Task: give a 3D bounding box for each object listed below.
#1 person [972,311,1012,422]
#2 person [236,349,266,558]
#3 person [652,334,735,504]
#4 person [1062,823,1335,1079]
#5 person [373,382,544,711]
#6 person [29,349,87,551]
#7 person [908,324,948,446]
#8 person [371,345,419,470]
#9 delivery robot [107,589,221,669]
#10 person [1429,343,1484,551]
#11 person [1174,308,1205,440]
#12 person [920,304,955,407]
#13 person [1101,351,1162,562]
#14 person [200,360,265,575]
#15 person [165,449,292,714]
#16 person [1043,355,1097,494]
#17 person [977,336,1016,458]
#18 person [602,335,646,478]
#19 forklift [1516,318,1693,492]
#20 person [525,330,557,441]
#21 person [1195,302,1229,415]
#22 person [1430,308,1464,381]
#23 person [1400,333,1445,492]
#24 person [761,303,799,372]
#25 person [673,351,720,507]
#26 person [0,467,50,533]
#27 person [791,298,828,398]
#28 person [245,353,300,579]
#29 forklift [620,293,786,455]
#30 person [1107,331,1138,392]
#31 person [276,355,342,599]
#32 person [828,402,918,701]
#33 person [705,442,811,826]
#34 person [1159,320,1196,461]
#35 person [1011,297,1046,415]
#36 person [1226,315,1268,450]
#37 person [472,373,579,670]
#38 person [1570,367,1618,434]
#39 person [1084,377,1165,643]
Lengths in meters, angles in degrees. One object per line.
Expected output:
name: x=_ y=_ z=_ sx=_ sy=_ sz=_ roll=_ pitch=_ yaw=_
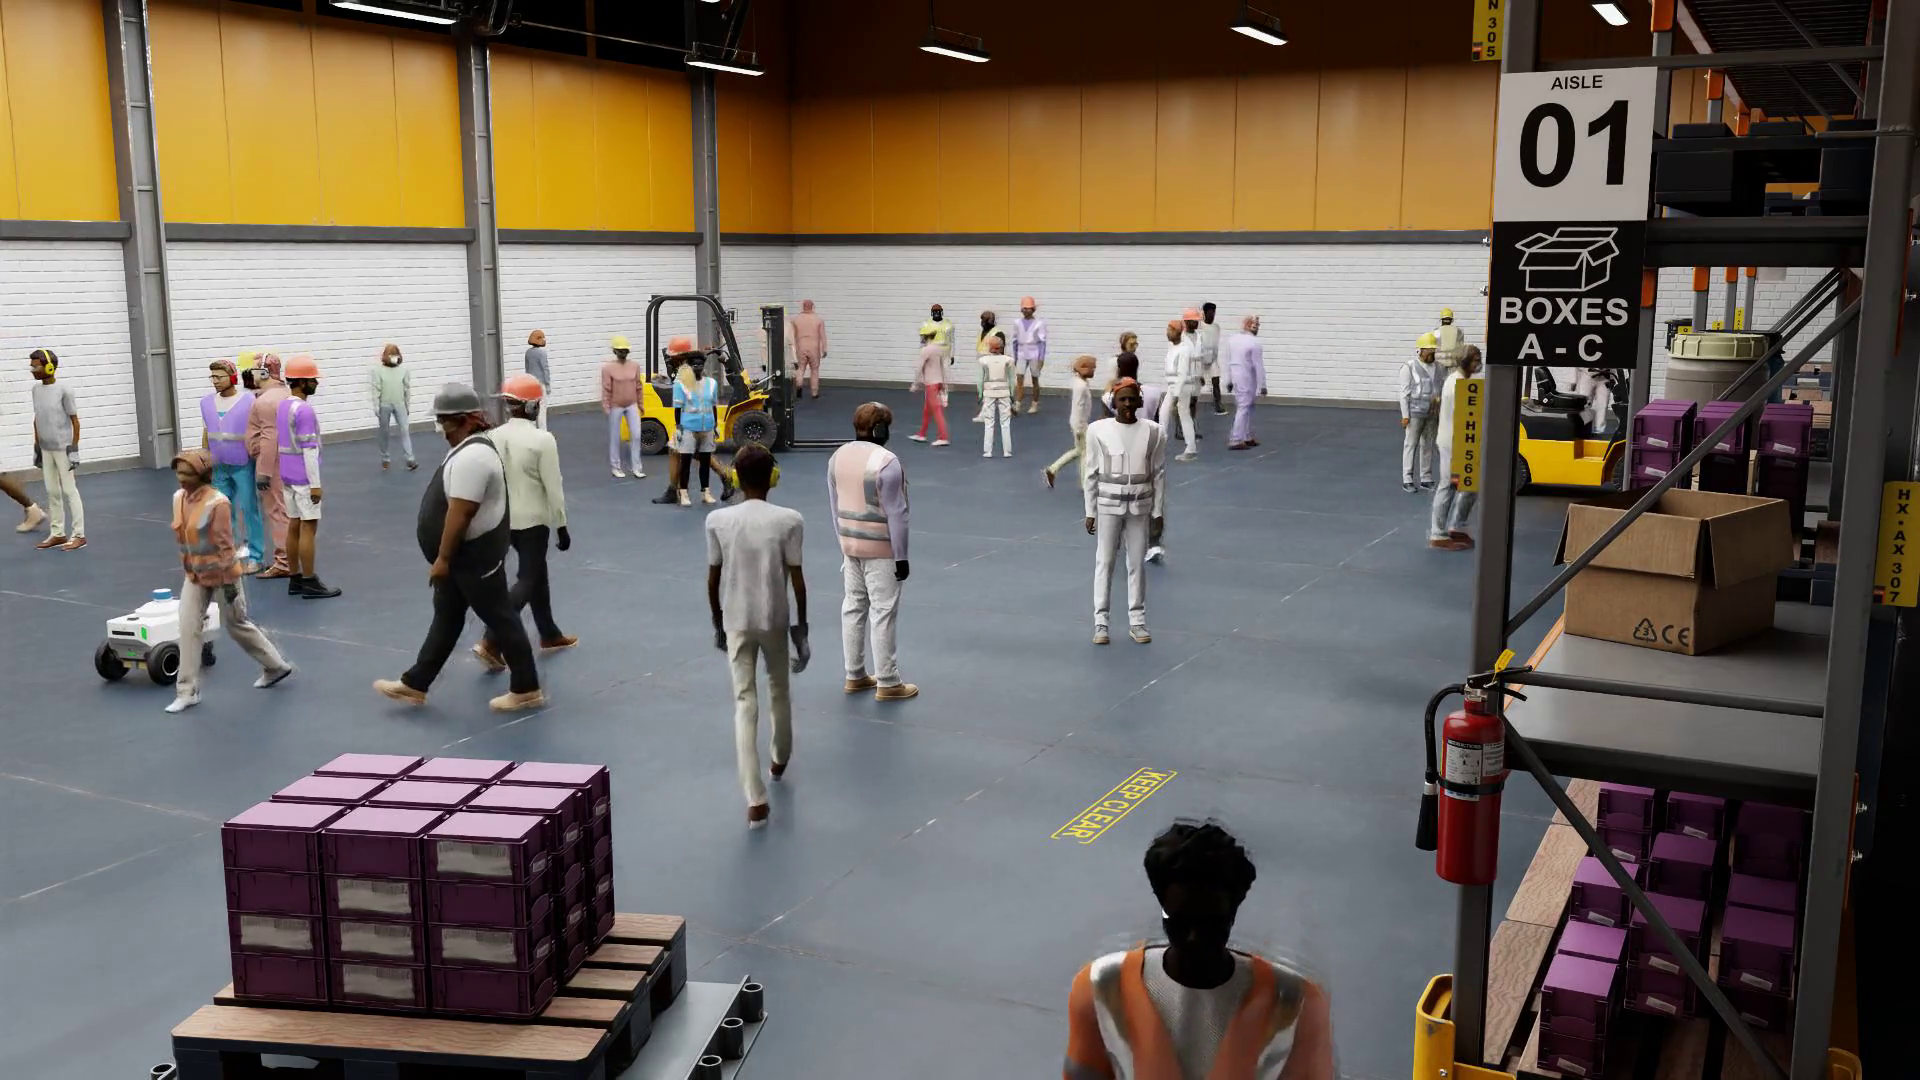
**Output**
person: x=0.532 y=-2.843 z=27.198 sx=0.799 sy=1.820 sz=0.634 roll=-6 pitch=12 yaw=-33
person: x=-6.391 y=-0.819 z=15.306 sx=0.608 sy=1.885 sz=0.963 roll=5 pitch=11 yaw=25
person: x=-2.901 y=-1.318 z=18.177 sx=0.914 sy=1.881 sz=0.552 roll=0 pitch=10 yaw=-2
person: x=0.471 y=1.362 z=3.304 sx=0.551 sy=1.644 sz=0.861 roll=1 pitch=10 yaw=7
person: x=-2.993 y=0.032 z=9.891 sx=1.005 sy=2.000 sz=0.695 roll=-3 pitch=10 yaw=-18
person: x=-8.372 y=-0.830 z=15.389 sx=0.518 sy=1.865 sz=0.323 roll=4 pitch=10 yaw=20
person: x=-0.497 y=-2.214 z=23.782 sx=0.830 sy=1.731 sz=0.540 roll=5 pitch=11 yaw=25
person: x=-7.144 y=-1.655 z=20.965 sx=0.518 sy=1.591 sz=0.856 roll=-7 pitch=12 yaw=-34
delivery robot: x=-5.181 y=0.563 z=10.844 sx=0.477 sy=0.478 sz=0.707 roll=3 pitch=10 yaw=18
person: x=4.625 y=-0.838 z=15.277 sx=0.599 sy=1.919 sz=0.626 roll=4 pitch=10 yaw=20
person: x=3.393 y=-2.449 z=24.546 sx=0.552 sy=1.938 sz=0.356 roll=-5 pitch=11 yaw=-28
person: x=-0.404 y=-3.275 z=29.614 sx=0.633 sy=1.841 sz=0.429 roll=0 pitch=10 yaw=0
person: x=1.545 y=-0.754 z=14.948 sx=0.587 sy=1.875 sz=1.021 roll=-3 pitch=10 yaw=-15
person: x=-6.204 y=-0.623 z=14.244 sx=0.567 sy=1.844 sz=0.375 roll=2 pitch=10 yaw=11
person: x=-4.532 y=0.209 z=10.179 sx=0.552 sy=1.589 sz=0.800 roll=5 pitch=11 yaw=26
person: x=1.296 y=-1.300 z=18.853 sx=0.640 sy=1.610 sz=0.544 roll=1 pitch=10 yaw=4
person: x=0.488 y=-1.909 z=22.282 sx=0.513 sy=1.642 sz=0.311 roll=0 pitch=10 yaw=-2
person: x=-4.066 y=-1.607 z=20.193 sx=0.568 sy=1.742 sz=0.701 roll=-7 pitch=12 yaw=-34
forklift: x=7.066 y=-1.601 z=18.899 sx=2.313 sy=2.155 sz=1.214 roll=5 pitch=11 yaw=27
person: x=-6.138 y=-2.246 z=24.256 sx=0.498 sy=1.634 sz=0.281 roll=8 pitch=13 yaw=39
person: x=4.190 y=-3.099 z=28.394 sx=0.624 sy=1.917 sz=1.017 roll=-6 pitch=11 yaw=-31
person: x=8.081 y=-2.945 z=27.720 sx=0.589 sy=1.835 sz=0.404 roll=0 pitch=10 yaw=0
person: x=5.344 y=-1.466 z=19.166 sx=0.590 sy=1.833 sz=0.404 roll=-4 pitch=11 yaw=-22
person: x=-3.022 y=-3.041 z=28.139 sx=0.592 sy=1.890 sz=0.837 roll=-8 pitch=13 yaw=-40
person: x=-2.859 y=-1.212 z=18.080 sx=0.540 sy=1.697 sz=0.317 roll=-6 pitch=12 yaw=-33
person: x=-9.441 y=-0.993 z=16.051 sx=0.648 sy=1.980 sz=1.033 roll=8 pitch=13 yaw=40
person: x=-2.842 y=-3.596 z=31.328 sx=0.680 sy=1.895 sz=0.538 roll=1 pitch=10 yaw=6
person: x=-5.831 y=-0.630 z=14.109 sx=0.410 sy=1.909 sz=0.643 roll=-1 pitch=10 yaw=-8
forklift: x=-3.588 y=-2.317 z=23.042 sx=2.313 sy=2.155 sz=1.214 roll=-1 pitch=10 yaw=-5
person: x=1.933 y=-1.582 z=19.843 sx=0.455 sy=1.828 sz=0.523 roll=9 pitch=13 yaw=41
person: x=-5.224 y=-0.502 z=13.276 sx=0.379 sy=1.938 sz=0.547 roll=-9 pitch=13 yaw=-42
person: x=-0.527 y=0.067 z=10.266 sx=0.429 sy=1.843 sz=0.627 roll=-10 pitch=14 yaw=-44
person: x=-0.997 y=0.426 z=8.275 sx=0.508 sy=1.807 sz=0.976 roll=-1 pitch=10 yaw=-5
person: x=2.747 y=-1.947 z=21.867 sx=0.890 sy=1.851 sz=0.600 roll=-3 pitch=10 yaw=-15
person: x=1.131 y=-3.091 z=28.096 sx=0.638 sy=1.991 sz=1.017 roll=4 pitch=11 yaw=22
person: x=4.089 y=-2.202 z=23.261 sx=0.733 sy=1.879 sz=0.687 roll=-4 pitch=11 yaw=-23
person: x=-2.939 y=-0.132 z=11.094 sx=0.619 sy=1.959 sz=0.970 roll=7 pitch=12 yaw=34
person: x=9.174 y=-2.341 z=24.105 sx=0.680 sy=1.879 sz=0.693 roll=0 pitch=10 yaw=0
person: x=1.157 y=-0.205 z=11.722 sx=0.574 sy=1.882 sz=0.356 roll=-1 pitch=10 yaw=-6
